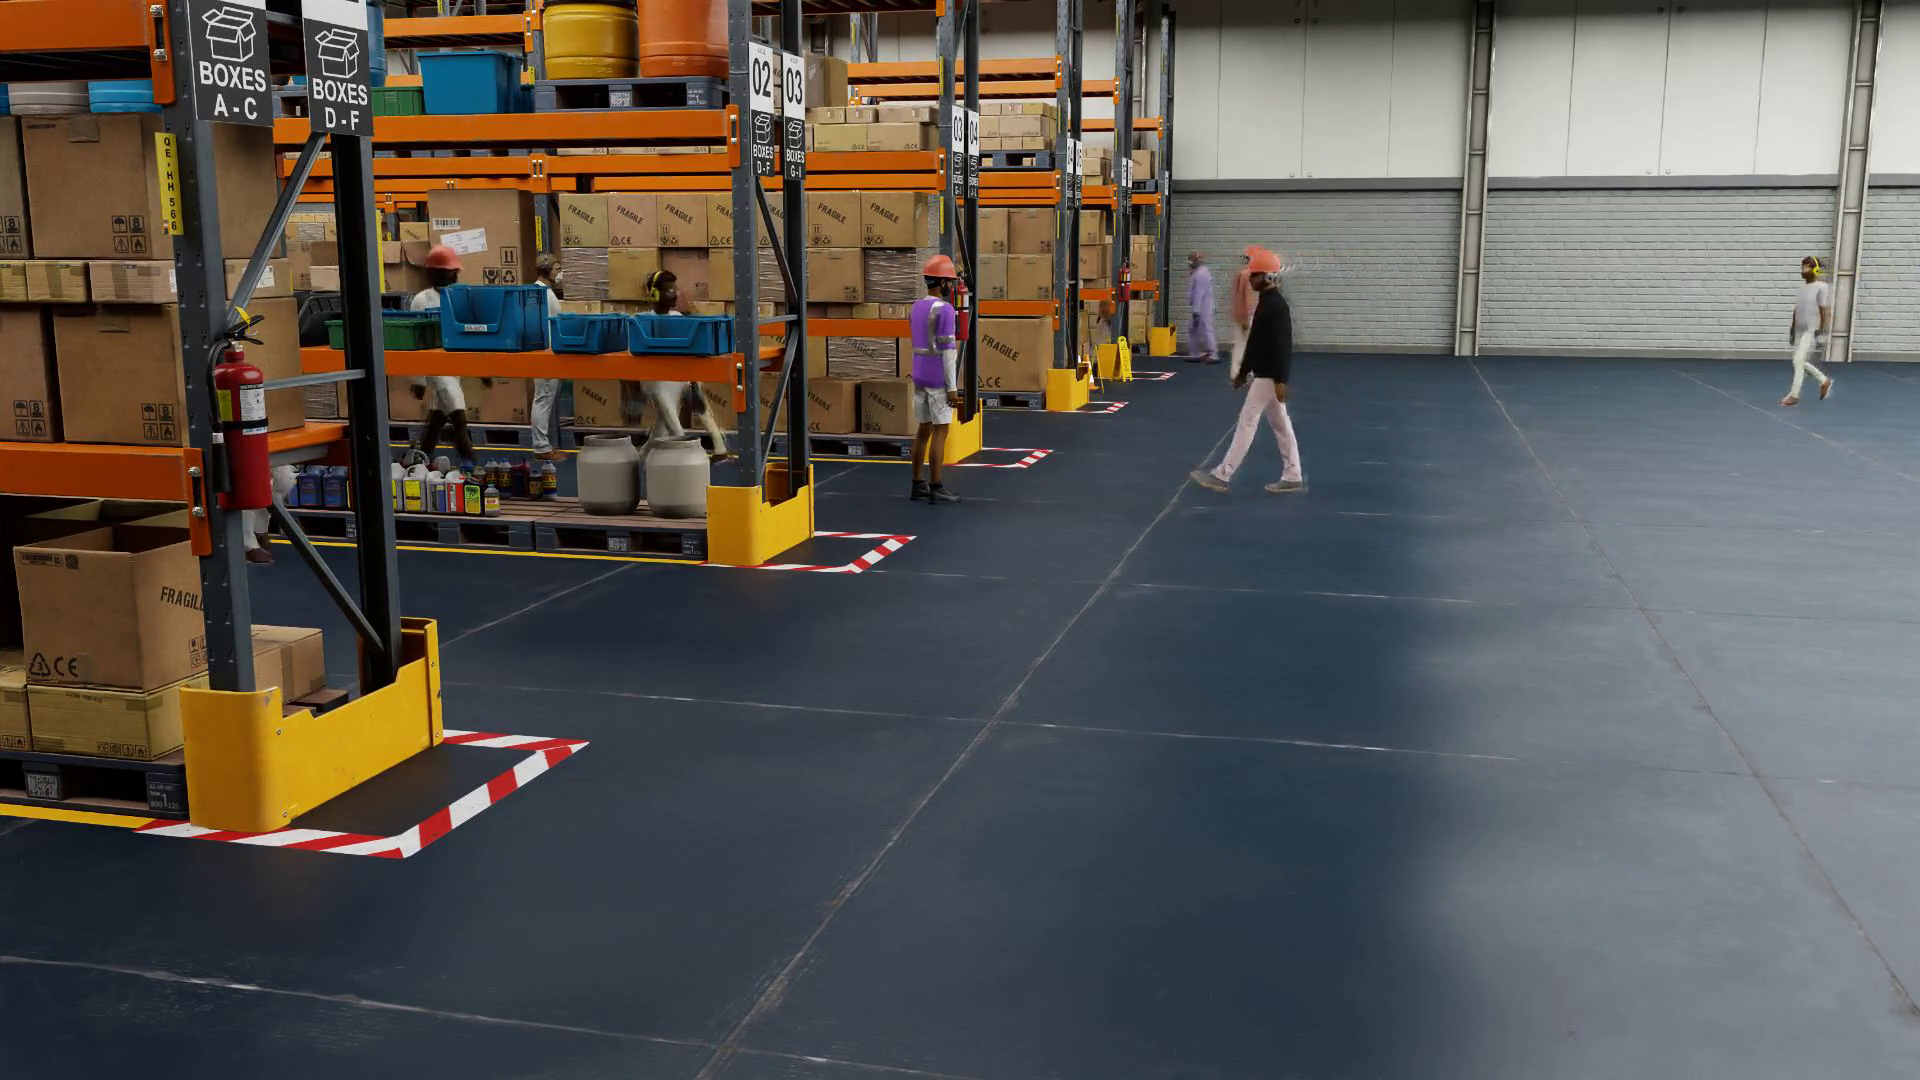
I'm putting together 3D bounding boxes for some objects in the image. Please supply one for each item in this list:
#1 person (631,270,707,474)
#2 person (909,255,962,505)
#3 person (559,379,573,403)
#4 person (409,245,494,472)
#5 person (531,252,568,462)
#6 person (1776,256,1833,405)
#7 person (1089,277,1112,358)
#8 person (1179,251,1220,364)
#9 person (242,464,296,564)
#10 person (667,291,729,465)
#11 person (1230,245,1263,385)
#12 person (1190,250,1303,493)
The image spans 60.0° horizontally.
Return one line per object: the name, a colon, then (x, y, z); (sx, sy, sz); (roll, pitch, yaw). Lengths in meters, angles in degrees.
person: (-2.257, -1.114, 12.521); (0.975, 1.832, 0.511); (5, 11, 24)
person: (-0.176, -1.239, 12.932); (0.386, 1.930, 0.540); (-6, 12, -30)
person: (-4.241, -2.101, 18.191); (0.513, 1.746, 0.521); (3, 11, 14)
person: (-4.076, -1.361, 13.404); (0.996, 1.991, 0.620); (3, 11, 15)
person: (-3.822, -1.676, 15.348); (0.372, 1.932, 0.633); (-3, 11, -15)
person: (10.566, -2.596, 20.664); (0.736, 1.847, 0.532); (-2, 10, -10)
person: (2.288, -3.567, 26.686); (0.833, 1.603, 0.511); (2, 10, 12)
person: (3.951, -3.830, 27.454); (0.778, 1.865, 0.664); (0, 10, -1)
person: (-4.434, -0.645, 10.461); (0.365, 1.618, 0.531); (4, 11, 19)
person: (-2.511, -1.454, 15.056); (0.884, 1.579, 0.512); (2, 10, 13)
person: (4.093, -3.153, 23.418); (0.589, 1.969, 0.626); (-2, 10, -11)
person: (2.345, -1.335, 13.393); (0.980, 1.951, 0.618); (1, 10, 6)
